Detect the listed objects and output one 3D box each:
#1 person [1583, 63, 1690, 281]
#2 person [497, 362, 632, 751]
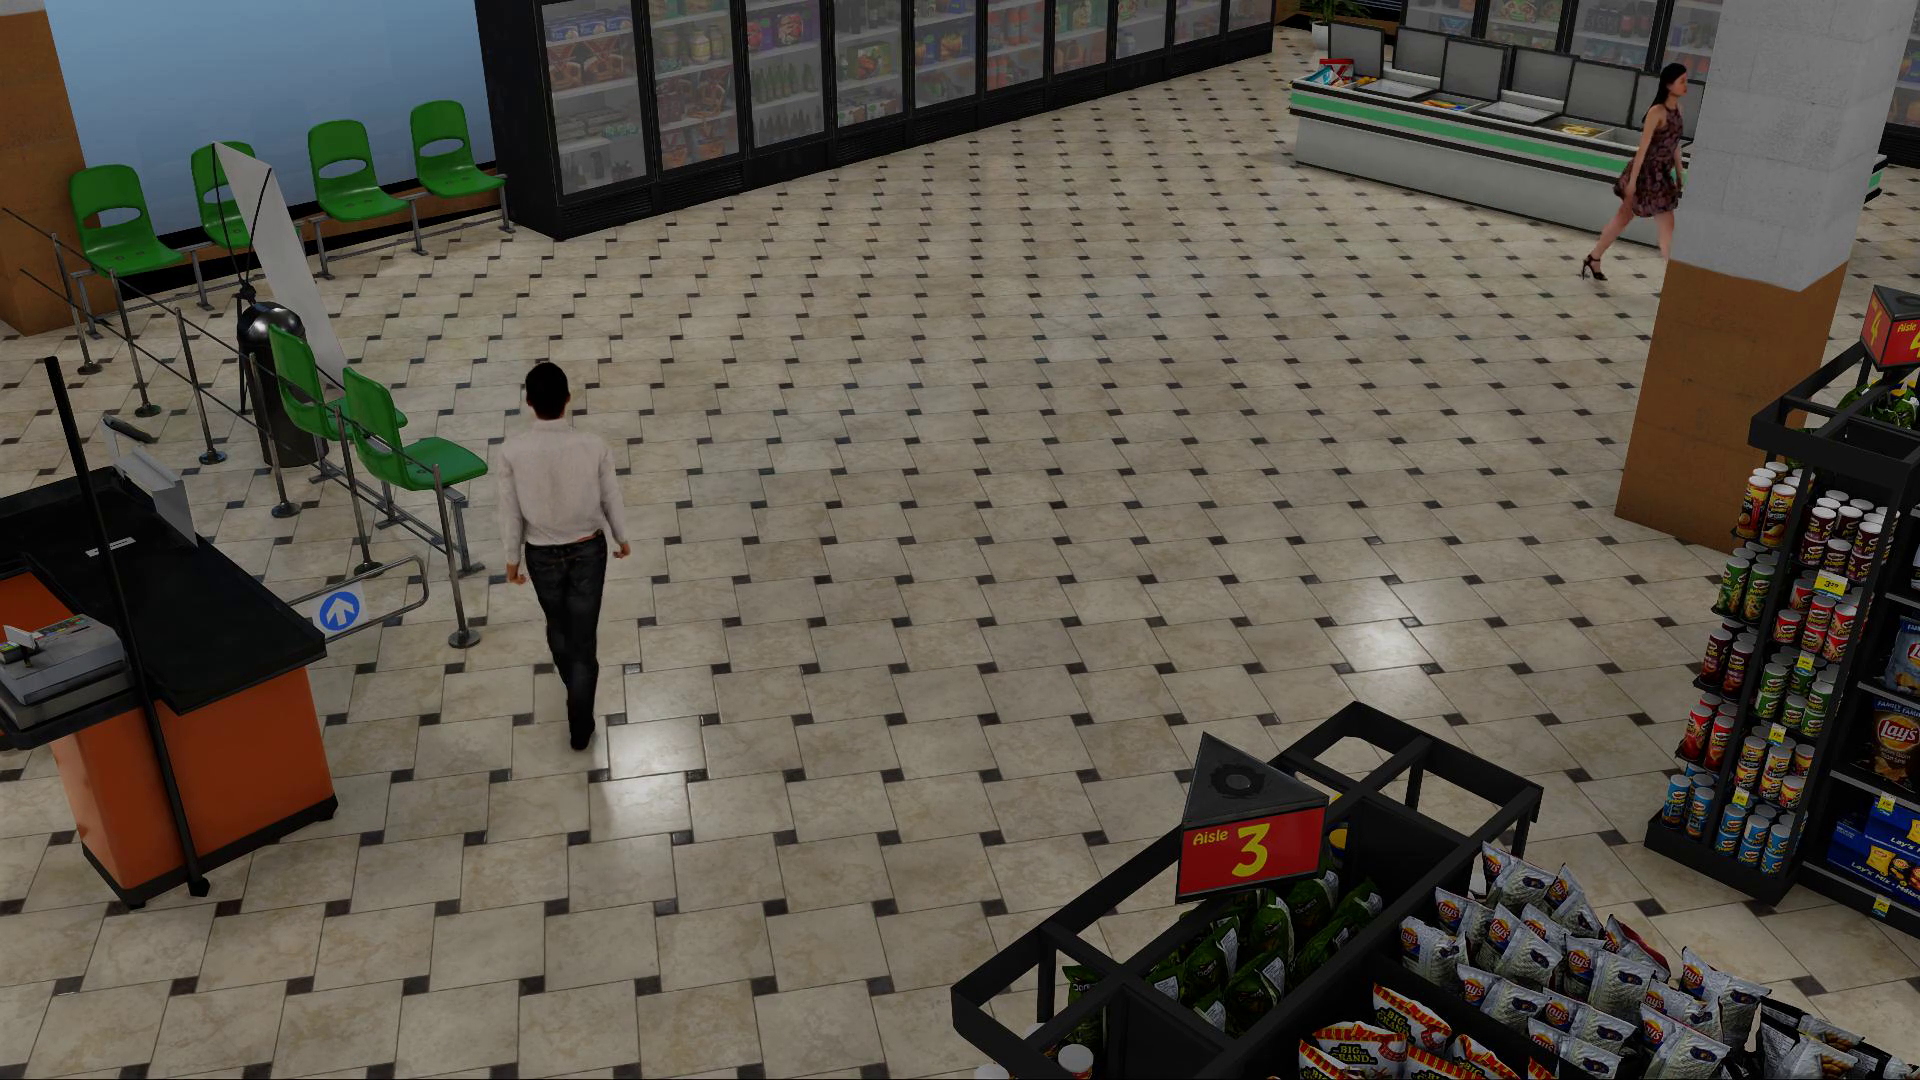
[{"bbox_3d":[5.141,-2.703,12.608,1.175,1.710,0.606,25,37,38],"label":"person"},{"bbox_3d":[-1.746,0.124,7.351,0.999,1.786,1.095,-4,29,-6],"label":"person"}]
